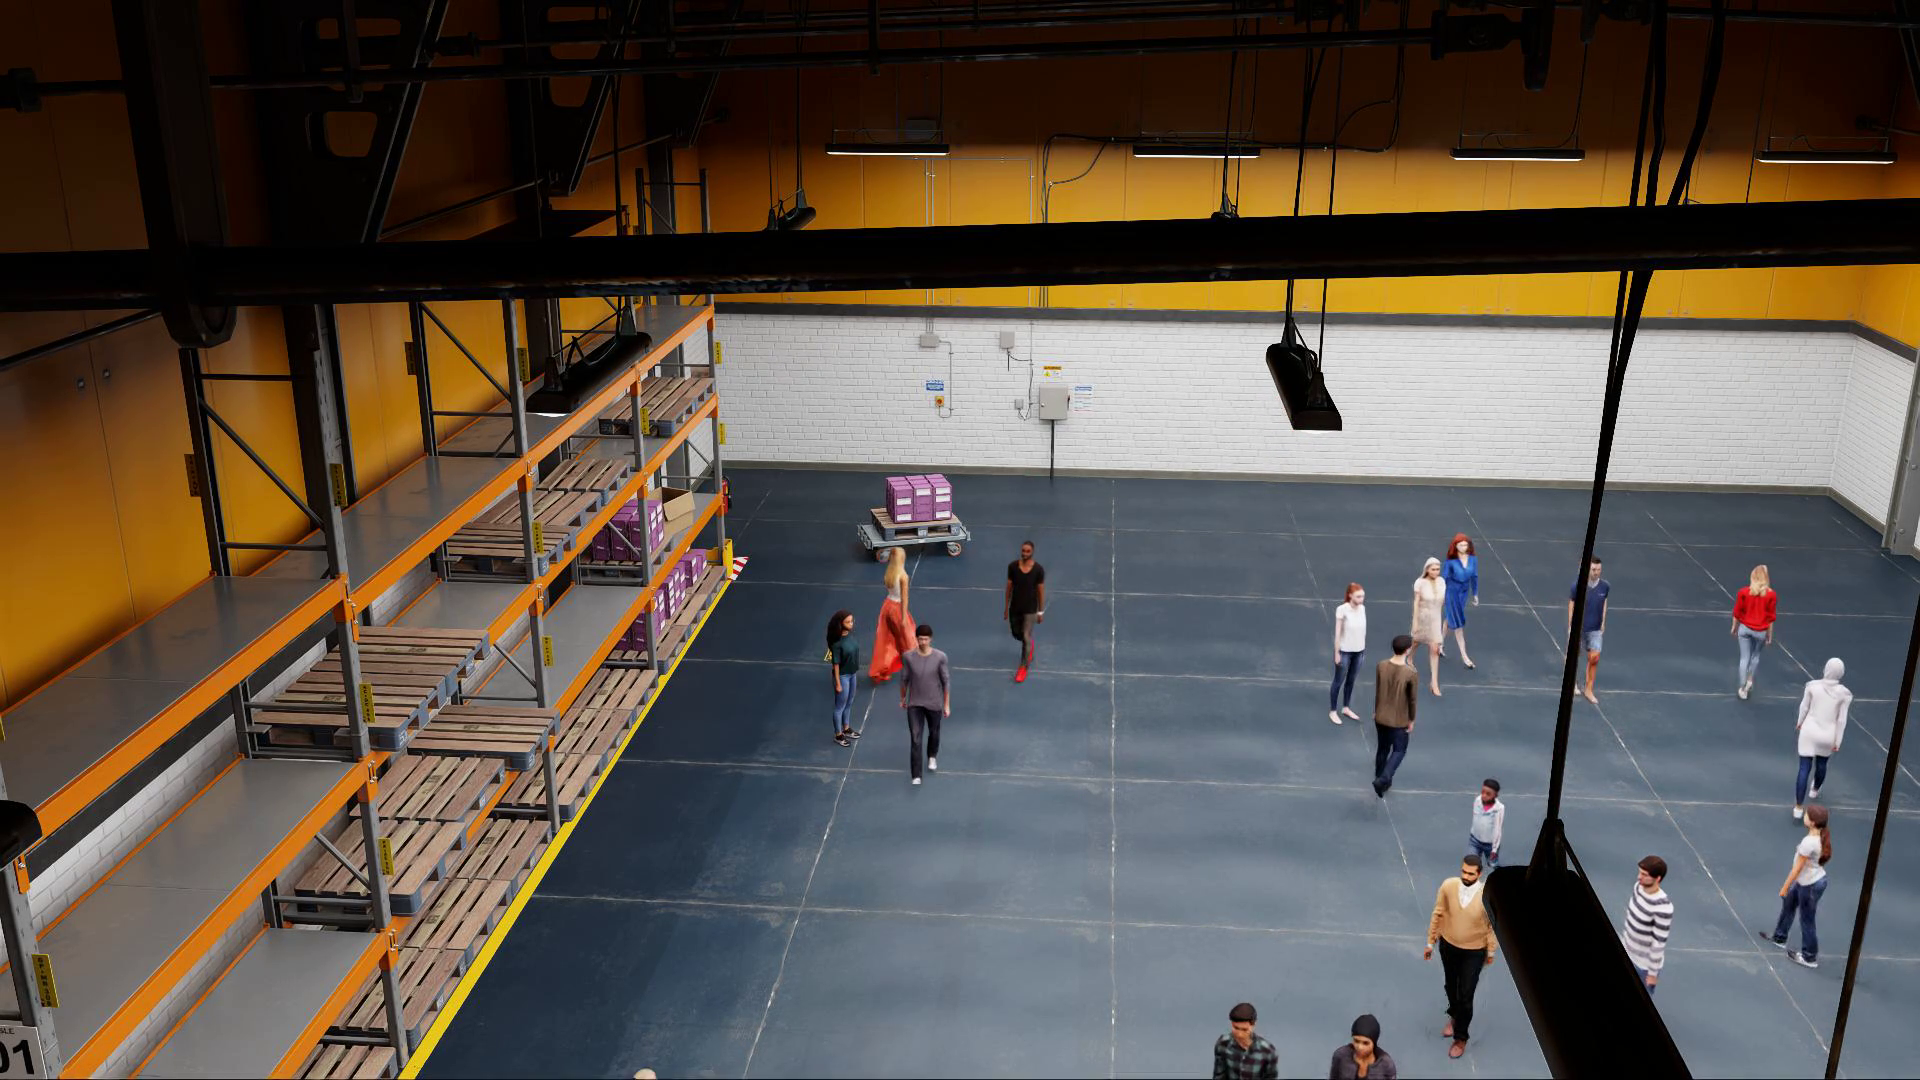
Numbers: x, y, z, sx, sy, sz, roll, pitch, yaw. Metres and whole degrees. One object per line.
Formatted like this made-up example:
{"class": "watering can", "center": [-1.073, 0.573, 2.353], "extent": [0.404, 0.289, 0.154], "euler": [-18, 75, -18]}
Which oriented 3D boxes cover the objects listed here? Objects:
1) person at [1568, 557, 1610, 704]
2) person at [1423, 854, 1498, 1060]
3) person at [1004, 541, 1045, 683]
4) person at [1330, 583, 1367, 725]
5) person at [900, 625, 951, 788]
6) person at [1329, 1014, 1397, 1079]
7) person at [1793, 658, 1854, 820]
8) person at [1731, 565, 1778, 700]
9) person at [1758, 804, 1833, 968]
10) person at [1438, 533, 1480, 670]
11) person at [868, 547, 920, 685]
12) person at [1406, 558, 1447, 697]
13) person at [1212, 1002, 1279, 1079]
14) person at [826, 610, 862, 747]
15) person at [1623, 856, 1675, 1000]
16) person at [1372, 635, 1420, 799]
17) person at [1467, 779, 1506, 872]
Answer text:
{"class": "person", "center": [7.735, 1.045, 20.630], "extent": [0.621, 1.831, 0.821], "euler": [1, 19, 4]}
{"class": "person", "center": [4.229, 3.368, 13.880], "extent": [0.910, 1.736, 1.001], "euler": [15, 24, 38]}
{"class": "person", "center": [0.840, 0.852, 21.275], "extent": [0.840, 1.784, 1.146], "euler": [6, 20, 18]}
{"class": "person", "center": [4.655, 1.336, 19.911], "extent": [0.653, 1.738, 0.672], "euler": [-8, 20, -24]}
{"class": "person", "center": [-0.376, 1.782, 18.485], "extent": [0.777, 1.804, 1.180], "euler": [0, 19, 0]}
{"class": "person", "center": [2.834, 4.085, 11.799], "extent": [0.877, 1.705, 1.181], "euler": [8, 20, 23]}
{"class": "person", "center": [9.052, 2.124, 17.583], "extent": [0.995, 1.730, 1.248], "euler": [11, 22, 30]}
{"class": "person", "center": [9.776, 1.161, 20.514], "extent": [0.788, 1.686, 0.923], "euler": [8, 20, 22]}
{"class": "person", "center": [7.689, 3.115, 14.928], "extent": [0.839, 1.547, 0.887], "euler": [-16, 25, -40]}
{"class": "person", "center": [6.402, 0.752, 21.591], "extent": [0.886, 1.773, 1.205], "euler": [-5, 19, -16]}
{"class": "person", "center": [-0.895, 0.983, 20.940], "extent": [1.246, 1.750, 1.217], "euler": [-14, 23, -36]}
{"class": "person", "center": [5.803, 1.037, 20.888], "extent": [0.849, 1.681, 1.244], "euler": [-4, 19, -11]}
{"class": "person", "center": [2.111, 4.101, 12.146], "extent": [0.824, 1.698, 0.965], "euler": [7, 20, 21]}
{"class": "person", "center": [-1.351, 1.581, 19.375], "extent": [0.744, 1.617, 0.644], "euler": [9, 21, 25]}
{"class": "person", "center": [5.599, 3.404, 13.604], "extent": [0.733, 1.844, 0.503], "euler": [-1, 19, -3]}
{"class": "person", "center": [4.629, 1.939, 17.915], "extent": [0.935, 1.870, 1.039], "euler": [15, 23, 37]}
{"class": "person", "center": [5.141, 2.872, 16.129], "extent": [0.912, 1.241, 0.839], "euler": [-16, 24, -39]}
